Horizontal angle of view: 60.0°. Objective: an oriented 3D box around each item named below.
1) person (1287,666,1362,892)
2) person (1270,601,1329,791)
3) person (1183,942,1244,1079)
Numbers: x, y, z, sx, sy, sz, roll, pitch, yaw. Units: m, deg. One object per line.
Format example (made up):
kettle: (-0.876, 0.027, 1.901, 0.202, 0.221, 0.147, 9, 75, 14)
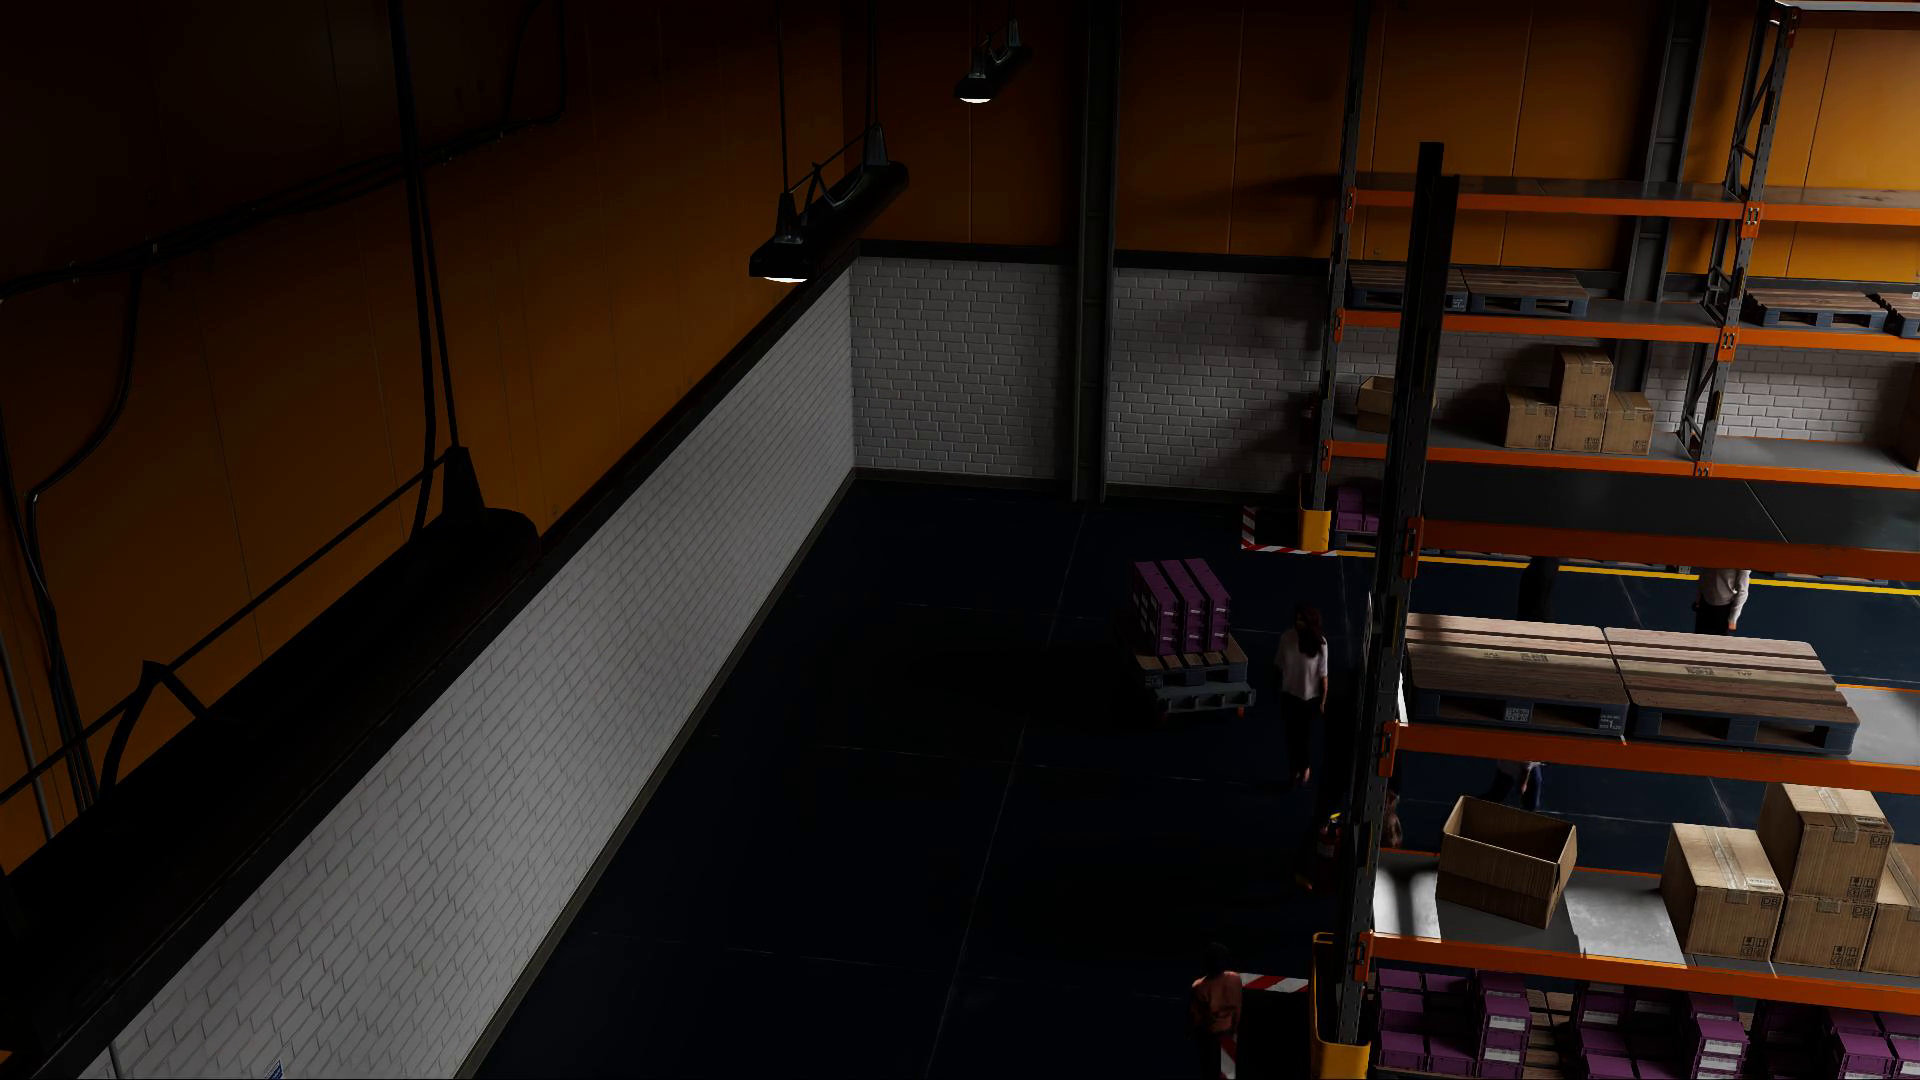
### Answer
person: (2.869, 1.841, 12.651, 1.234, 1.875, 1.269, -21, 31, -39)
person: (2.910, 1.302, 14.001, 0.679, 1.783, 0.785, 17, 29, 34)
person: (1.633, 3.108, 10.533, 0.590, 1.251, 0.673, -11, 26, -23)
